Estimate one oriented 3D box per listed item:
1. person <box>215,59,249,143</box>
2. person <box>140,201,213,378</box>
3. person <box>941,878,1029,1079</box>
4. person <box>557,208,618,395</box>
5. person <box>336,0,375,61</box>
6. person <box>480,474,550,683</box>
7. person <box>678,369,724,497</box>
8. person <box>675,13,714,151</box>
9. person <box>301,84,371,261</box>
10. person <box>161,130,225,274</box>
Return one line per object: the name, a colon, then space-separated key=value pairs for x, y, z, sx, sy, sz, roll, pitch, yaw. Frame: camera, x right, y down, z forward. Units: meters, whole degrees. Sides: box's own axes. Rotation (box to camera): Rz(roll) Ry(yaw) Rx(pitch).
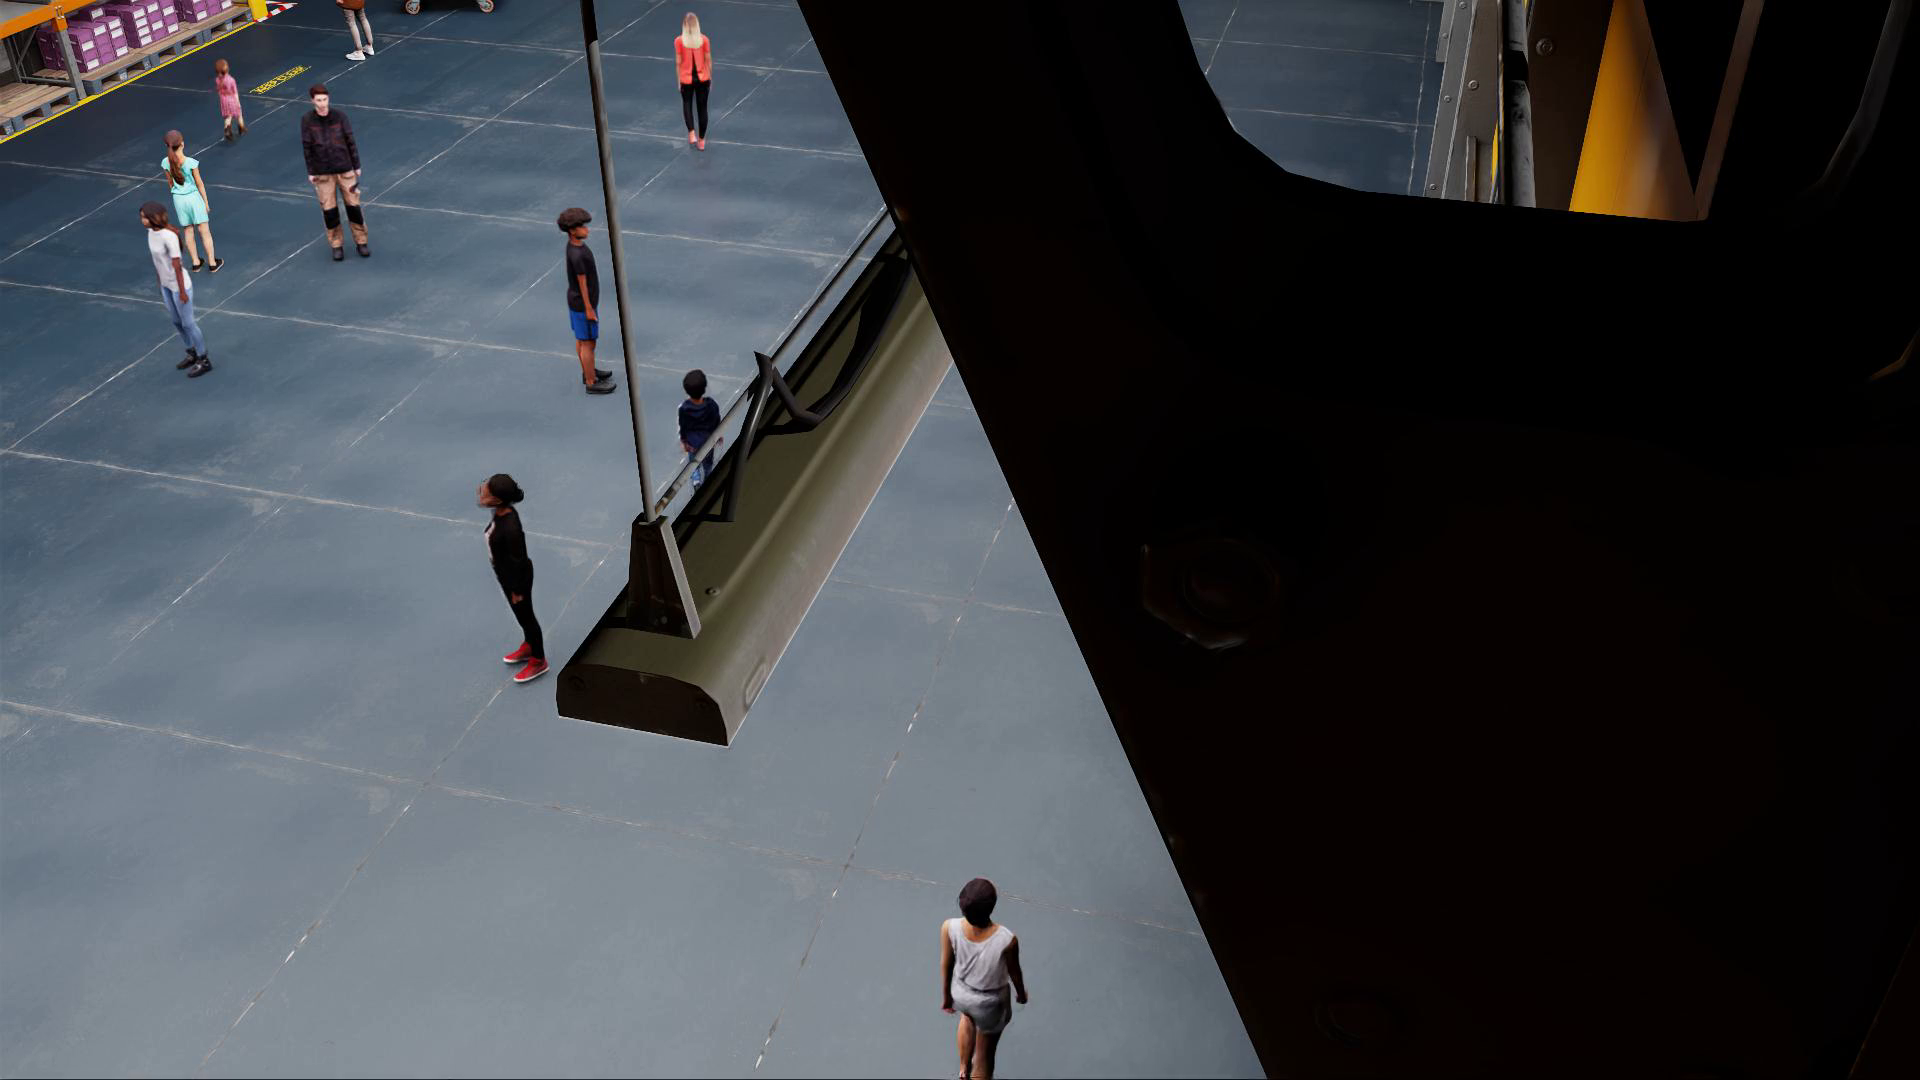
person: x=-9.371 y=-5.614 z=21.288 sx=0.554 sy=1.005 sz=0.790 roll=-1 pitch=34 yaw=-2
person: x=-7.443 y=-2.402 z=15.809 sx=0.673 sy=1.722 sz=0.688 roll=25 pitch=41 yaw=32
person: x=0.079 y=2.425 z=8.660 sx=0.618 sy=1.596 sz=0.651 roll=15 pitch=37 yaw=22
person: x=-3.517 y=-2.236 z=15.493 sx=0.759 sy=1.794 sz=0.660 roll=-8 pitch=34 yaw=-12
person: x=-8.769 y=-7.868 z=23.925 sx=0.788 sy=1.839 sz=0.659 roll=12 pitch=35 yaw=17
person: x=-3.173 y=0.246 z=11.868 sx=0.744 sy=1.674 sz=0.670 roll=-15 pitch=36 yaw=-21
person: x=-2.173 y=-0.847 z=13.929 sx=0.621 sy=1.214 sz=0.683 roll=-4 pitch=34 yaw=-6
person: x=-3.311 y=-5.711 z=20.827 sx=0.725 sy=1.676 sz=0.780 roll=-6 pitch=34 yaw=-9
person: x=-6.782 y=-4.004 z=18.037 sx=0.811 sy=1.923 sz=0.834 roll=-12 pitch=35 yaw=-17
person: x=-8.251 y=-3.624 z=17.795 sx=0.608 sy=1.558 sz=0.617 roll=-2 pitch=34 yaw=-3
